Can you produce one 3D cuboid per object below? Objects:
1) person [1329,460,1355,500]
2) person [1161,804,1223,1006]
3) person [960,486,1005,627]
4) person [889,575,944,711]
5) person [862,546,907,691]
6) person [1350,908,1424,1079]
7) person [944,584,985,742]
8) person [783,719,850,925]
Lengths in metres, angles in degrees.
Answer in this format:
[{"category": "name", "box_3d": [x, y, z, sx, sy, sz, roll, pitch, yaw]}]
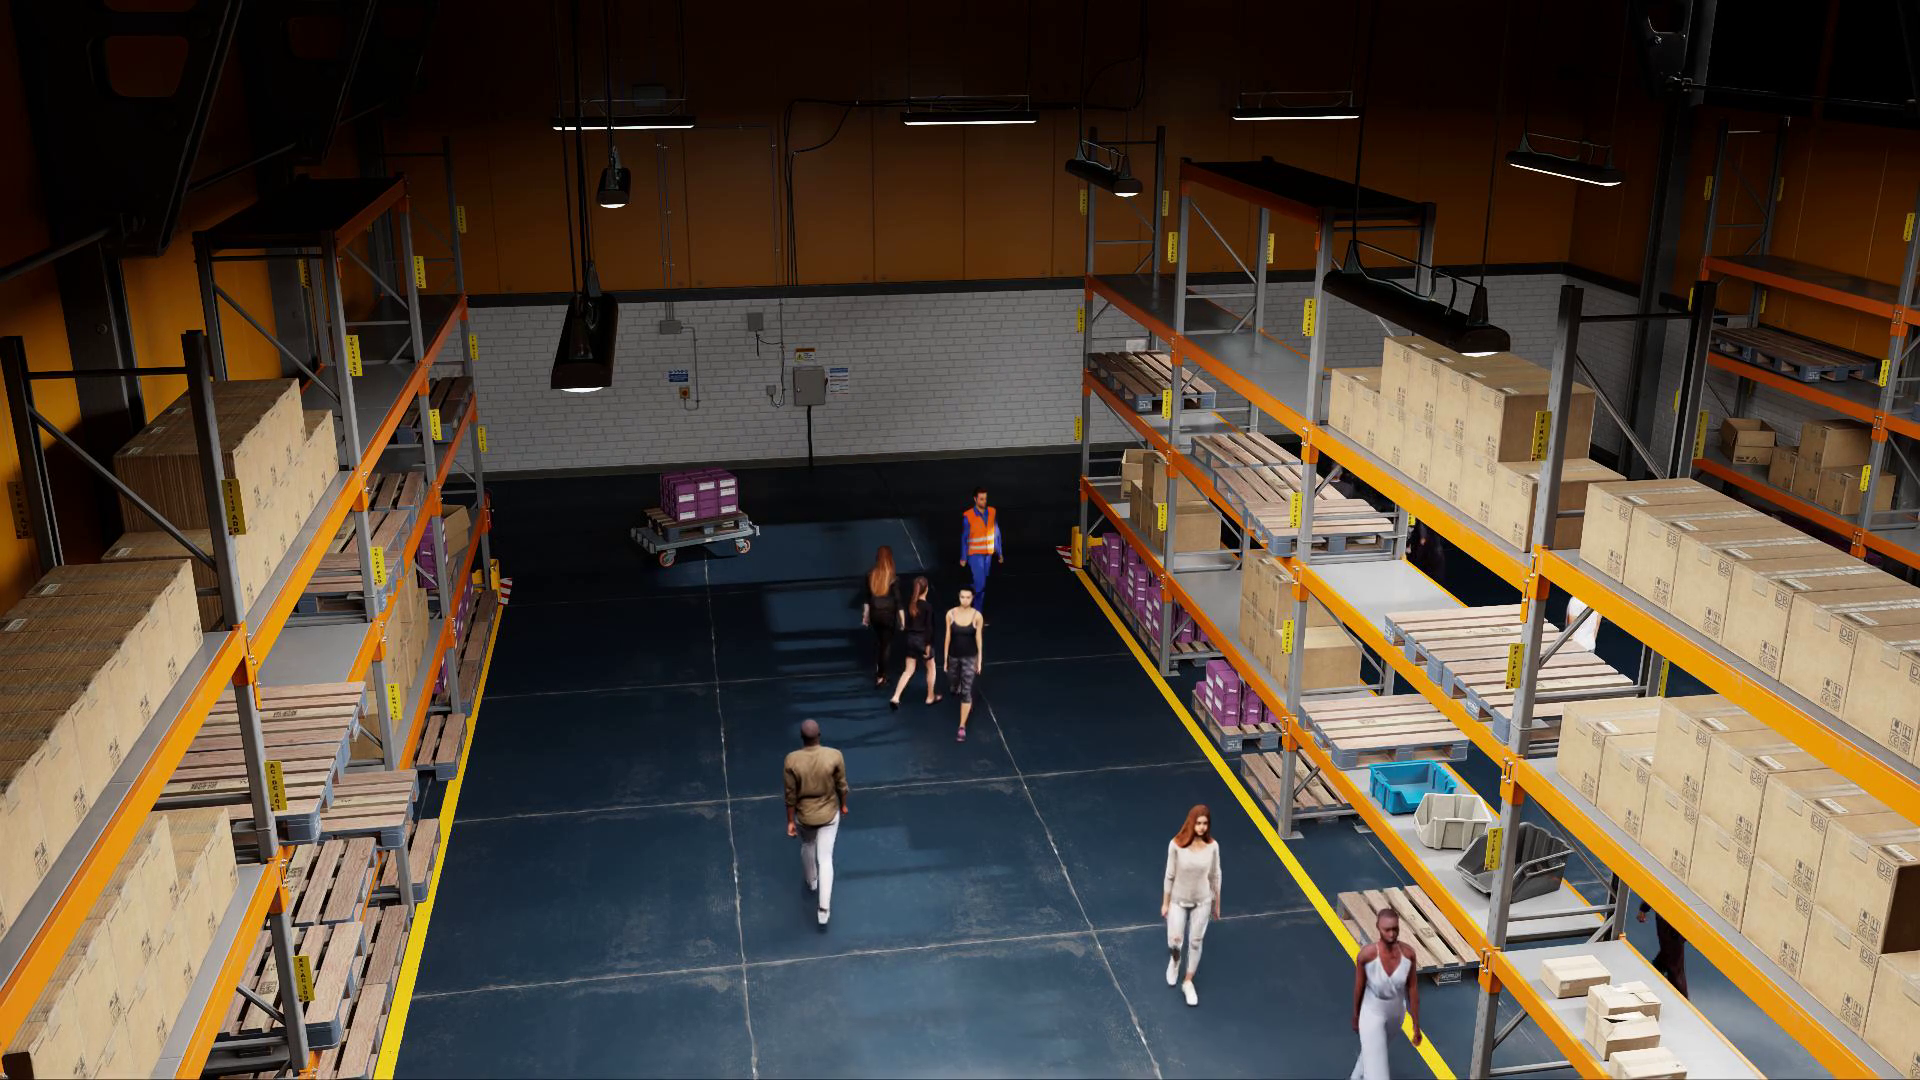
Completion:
[{"category": "person", "box_3d": [4.934, -0.176, 22.071, 0.710, 1.842, 0.595, -2, 19, -7]}, {"category": "person", "box_3d": [1.826, 2.852, 13.307, 0.675, 1.698, 0.746, 0, 19, -1]}, {"category": "person", "box_3d": [0.198, 0.179, 21.007, 0.839, 1.848, 0.891, -14, 23, -35]}, {"category": "person", "box_3d": [-0.502, 1.169, 18.568, 0.929, 1.530, 1.004, 11, 21, 29]}, {"category": "person", "box_3d": [-0.935, 0.917, 19.048, 0.758, 1.700, 0.800, 10, 21, 26]}, {"category": "person", "box_3d": [2.951, 3.364, 11.743, 0.572, 1.724, 1.115, -3, 19, -9]}, {"category": "person", "box_3d": [0.045, 1.276, 17.963, 0.795, 1.712, 1.007, 4, 19, 11]}, {"category": "person", "box_3d": [-1.223, 2.448, 14.374, 0.837, 1.781, 1.210, -1, 19, -2]}]
